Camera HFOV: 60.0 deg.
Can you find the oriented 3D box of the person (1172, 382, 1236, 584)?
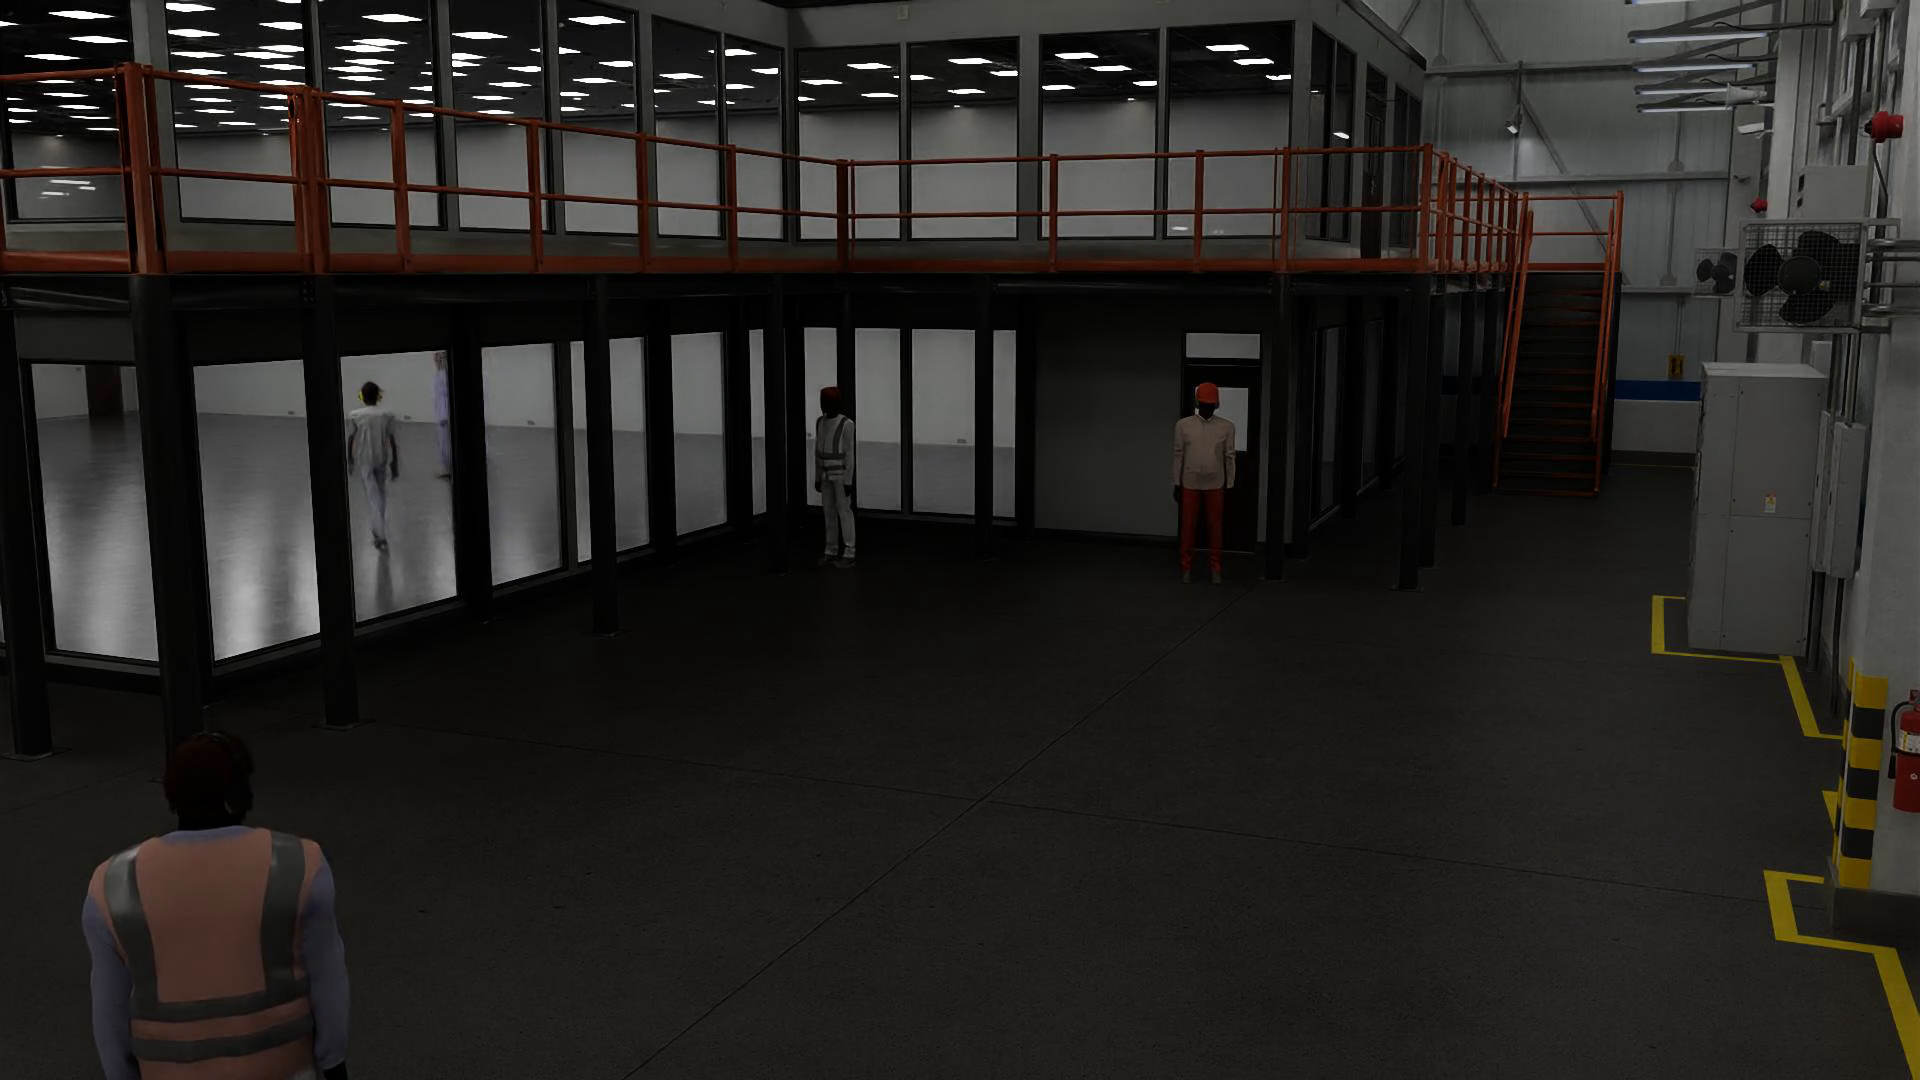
[{"bbox_3d":[2.377,-0.548,16.214,0.612,1.986,0.406,1,9,7],"label":"person"}]

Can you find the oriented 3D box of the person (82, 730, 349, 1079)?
[{"bbox_3d":[-1.981,1.420,4.514,0.627,1.840,0.429,-3,10,-16],"label":"person"}]

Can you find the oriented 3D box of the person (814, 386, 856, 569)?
[{"bbox_3d":[-1.293,-0.645,17.158,0.355,1.876,0.574,-9,13,-43],"label":"person"}]
